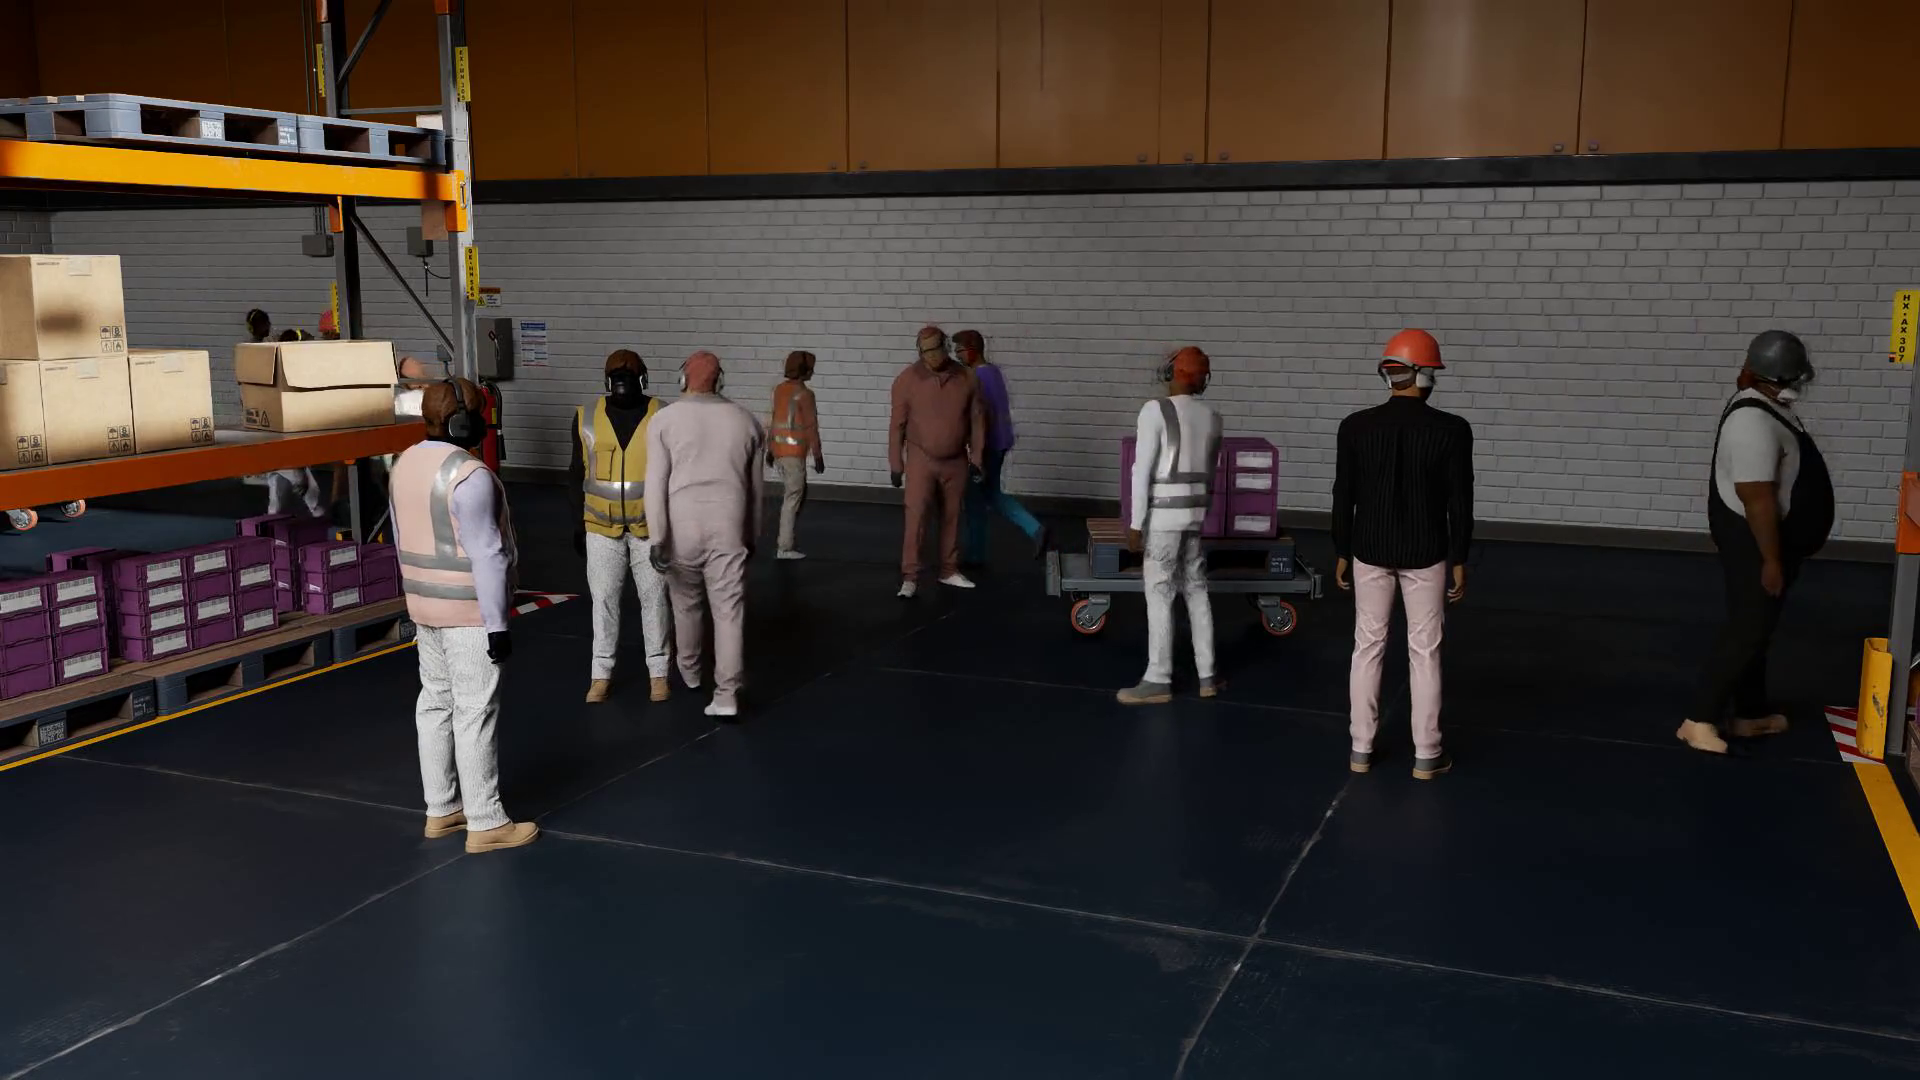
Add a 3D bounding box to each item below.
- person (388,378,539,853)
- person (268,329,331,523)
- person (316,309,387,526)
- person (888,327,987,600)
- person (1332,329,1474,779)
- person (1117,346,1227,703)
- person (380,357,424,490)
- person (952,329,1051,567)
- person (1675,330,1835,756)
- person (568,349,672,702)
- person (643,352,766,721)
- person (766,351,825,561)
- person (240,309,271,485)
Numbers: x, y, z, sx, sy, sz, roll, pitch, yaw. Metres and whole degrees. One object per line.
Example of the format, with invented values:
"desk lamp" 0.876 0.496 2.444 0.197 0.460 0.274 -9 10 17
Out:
"person" -1.935 0.290 6.486 0.631 1.843 0.429 8 13 41
"person" -4.541 -0.515 11.371 0.687 1.832 0.724 8 12 39
"person" -5.465 -1.102 14.793 0.560 1.902 0.988 4 10 23
"person" -0.164 -0.529 11.446 0.706 1.862 0.715 -3 10 -20
"person" 1.965 0.064 7.404 0.613 1.991 0.392 5 11 27
"person" 1.118 -0.073 8.671 0.669 1.857 0.343 -8 12 -40
"person" -3.902 -0.499 11.981 0.623 1.630 0.529 6 11 30
"person" 0.271 -0.666 12.386 0.720 1.804 0.633 3 10 18
"person" 3.747 -0.020 7.760 0.589 2.000 0.806 4 10 22
"person" -1.723 -0.069 8.660 0.619 1.845 0.430 -1 9 -5
"person" -1.308 -0.036 8.519 0.647 1.823 1.034 -3 10 -17
"person" -1.280 -0.651 12.854 0.450 1.617 0.574 -7 11 -35
"person" -7.256 -1.468 17.173 0.455 1.829 0.564 -2 10 -10
